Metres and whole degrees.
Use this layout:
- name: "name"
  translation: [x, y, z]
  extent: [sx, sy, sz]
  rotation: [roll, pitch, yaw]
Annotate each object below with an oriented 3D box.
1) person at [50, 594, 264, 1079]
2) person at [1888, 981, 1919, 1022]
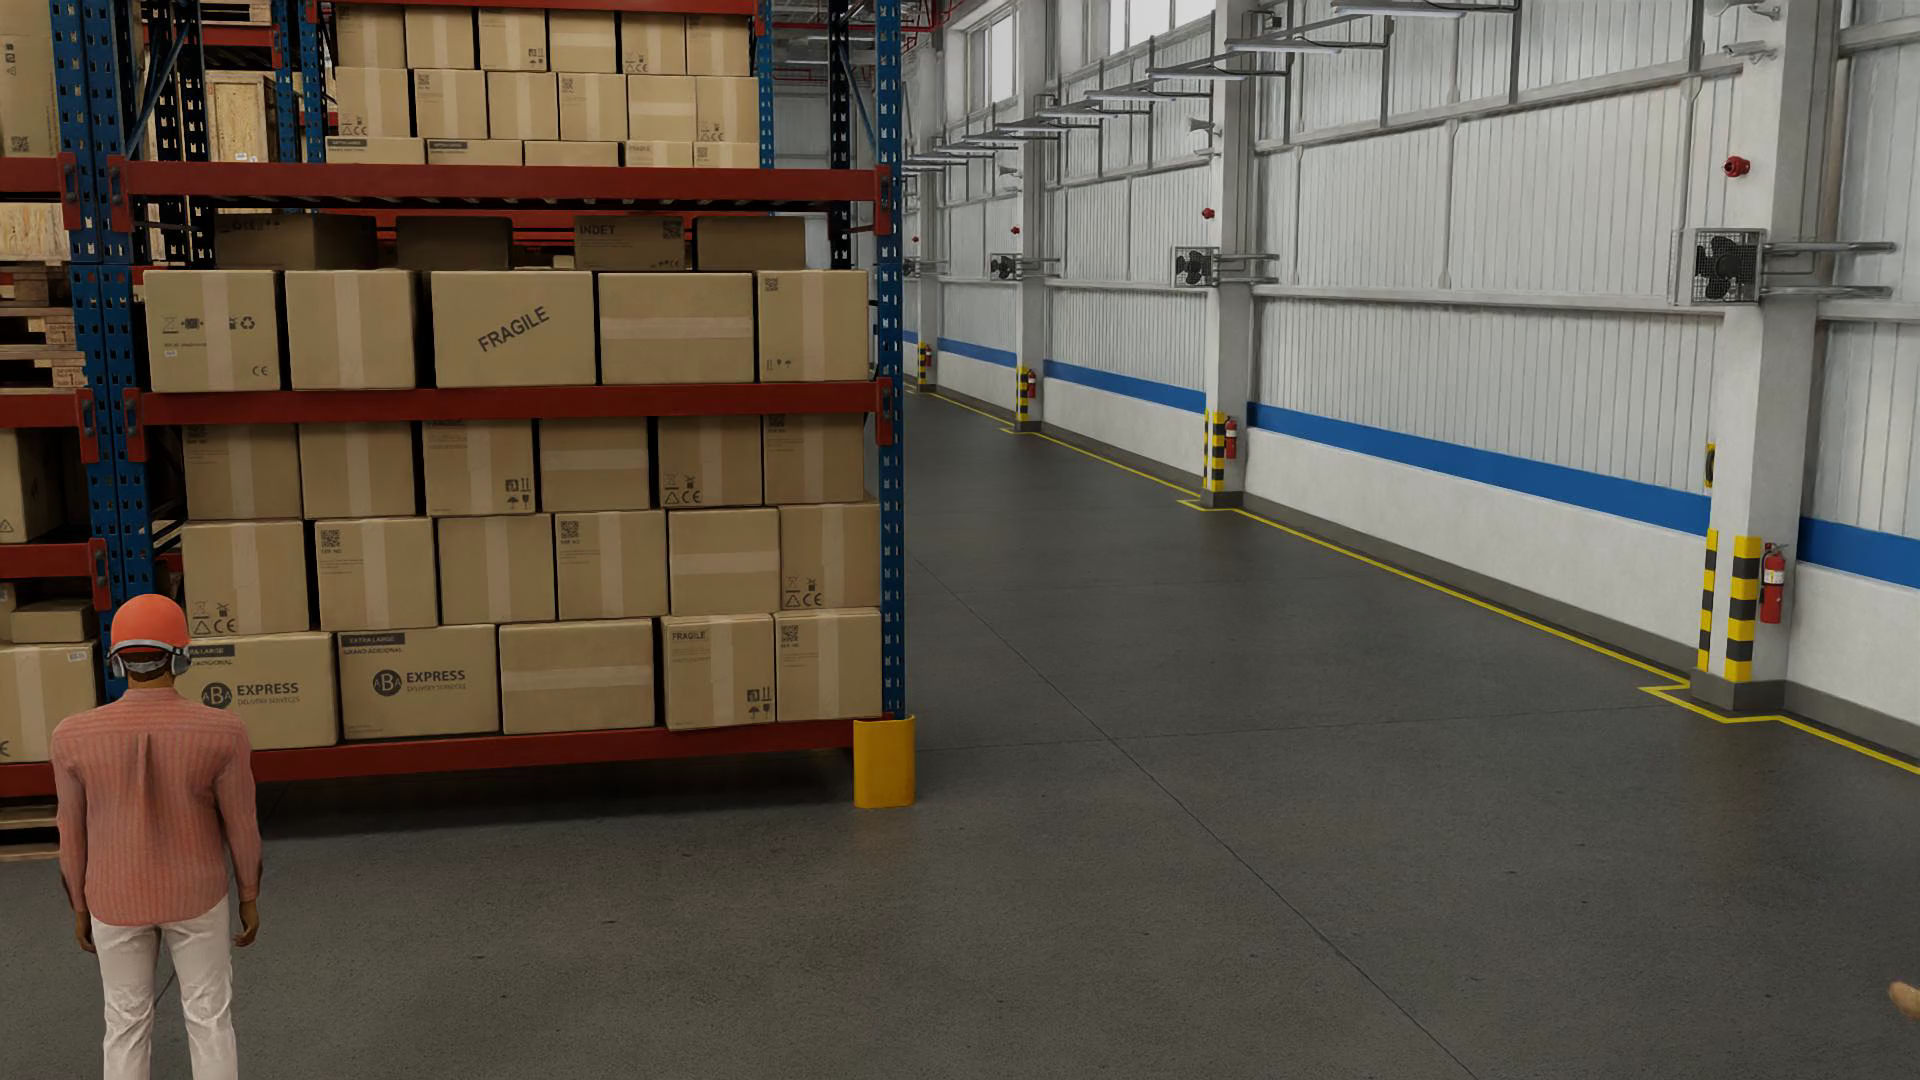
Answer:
- name: "person"
  translation: [-2.608, 1.161, 5.468]
  extent: [0.608, 1.987, 0.409]
  rotation: [-3, 10, -16]
- name: "person"
  translation: [4.113, 1.108, 6.311]
  extent: [0.661, 1.799, 0.917]
  rotation: [-7, 11, -35]
